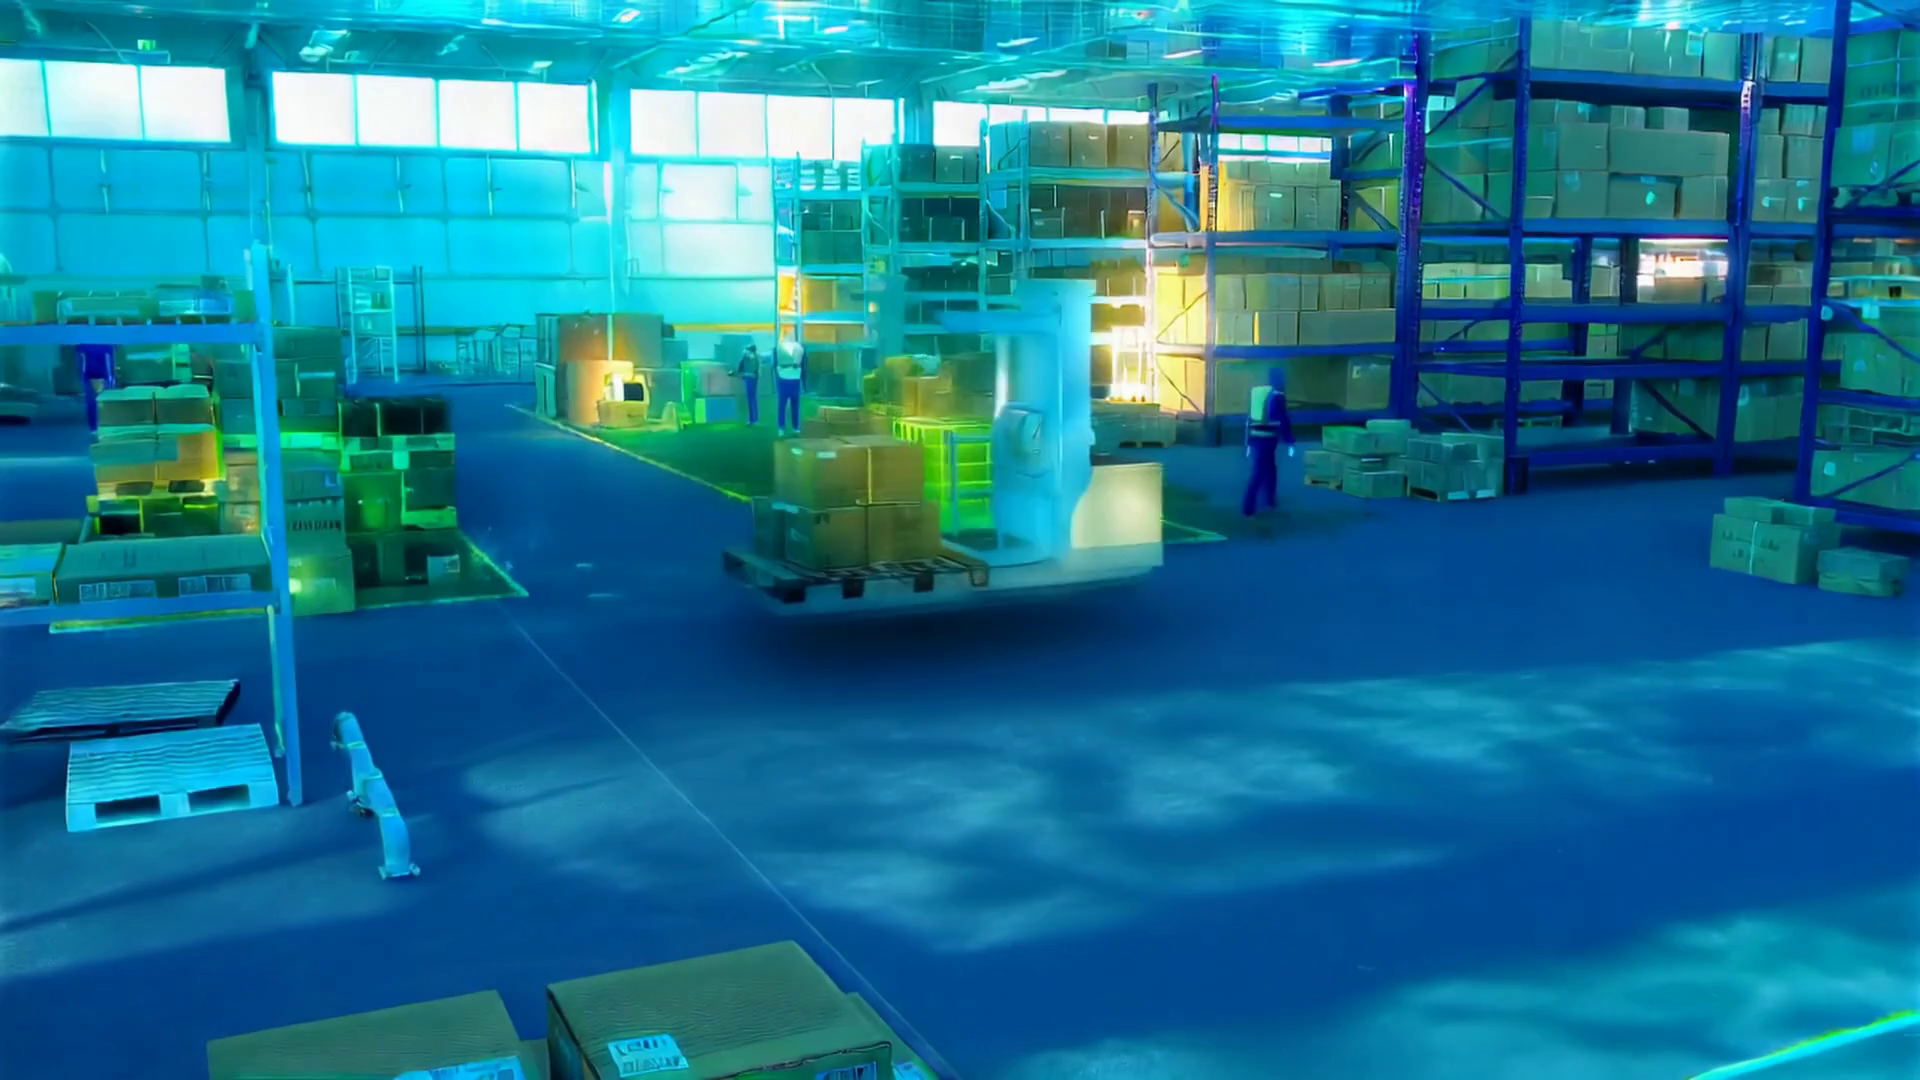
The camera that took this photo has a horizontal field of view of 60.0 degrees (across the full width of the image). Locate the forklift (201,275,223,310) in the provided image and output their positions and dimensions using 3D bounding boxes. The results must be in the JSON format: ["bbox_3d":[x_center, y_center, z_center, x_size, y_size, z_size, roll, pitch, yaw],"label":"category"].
[{"bbox_3d":[-16.529,-4.474,36.844,1.873,2.768,1.129,-4,10,-25],"label":"forklift"}]

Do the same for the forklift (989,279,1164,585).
[{"bbox_3d":[0.921,-1.086,15.826,1.873,2.768,1.129,-4,10,-25],"label":"forklift"}]

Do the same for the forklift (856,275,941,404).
[{"bbox_3d":[-1.400,-4.431,36.581,1.873,2.768,1.129,-1,9,-9],"label":"forklift"}]

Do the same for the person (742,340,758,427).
[{"bbox_3d":[-3.931,-2.927,31.114,0.312,1.631,0.515,-1,9,-8],"label":"person"}]

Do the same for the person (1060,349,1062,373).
[{"bbox_3d":[2.120,-3.199,32.144,0.429,1.844,0.632,4,10,24],"label":"person"}]

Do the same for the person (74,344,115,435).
[{"bbox_3d":[-15.369,-2.834,29.585,0.627,1.940,0.371,-6,11,-31],"label":"person"}]

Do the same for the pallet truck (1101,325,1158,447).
[{"bbox_3d":[2.881,-2.596,27.923,0.823,1.965,1.885,-1,9,-7],"label":"pallet truck"}]

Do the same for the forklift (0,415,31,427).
[{"bbox_3d":[-18.345,-3.466,30.590,1.873,2.768,1.129,-6,11,-34],"label":"forklift"}]

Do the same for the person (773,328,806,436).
[{"bbox_3d":[-3.014,-2.792,29.392,0.597,1.915,0.370,-2,9,-14],"label":"person"}]

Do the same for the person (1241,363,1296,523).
[{"bbox_3d":[3.611,-1.119,19.207,0.882,1.844,0.587,-4,10,-25],"label":"person"}]
